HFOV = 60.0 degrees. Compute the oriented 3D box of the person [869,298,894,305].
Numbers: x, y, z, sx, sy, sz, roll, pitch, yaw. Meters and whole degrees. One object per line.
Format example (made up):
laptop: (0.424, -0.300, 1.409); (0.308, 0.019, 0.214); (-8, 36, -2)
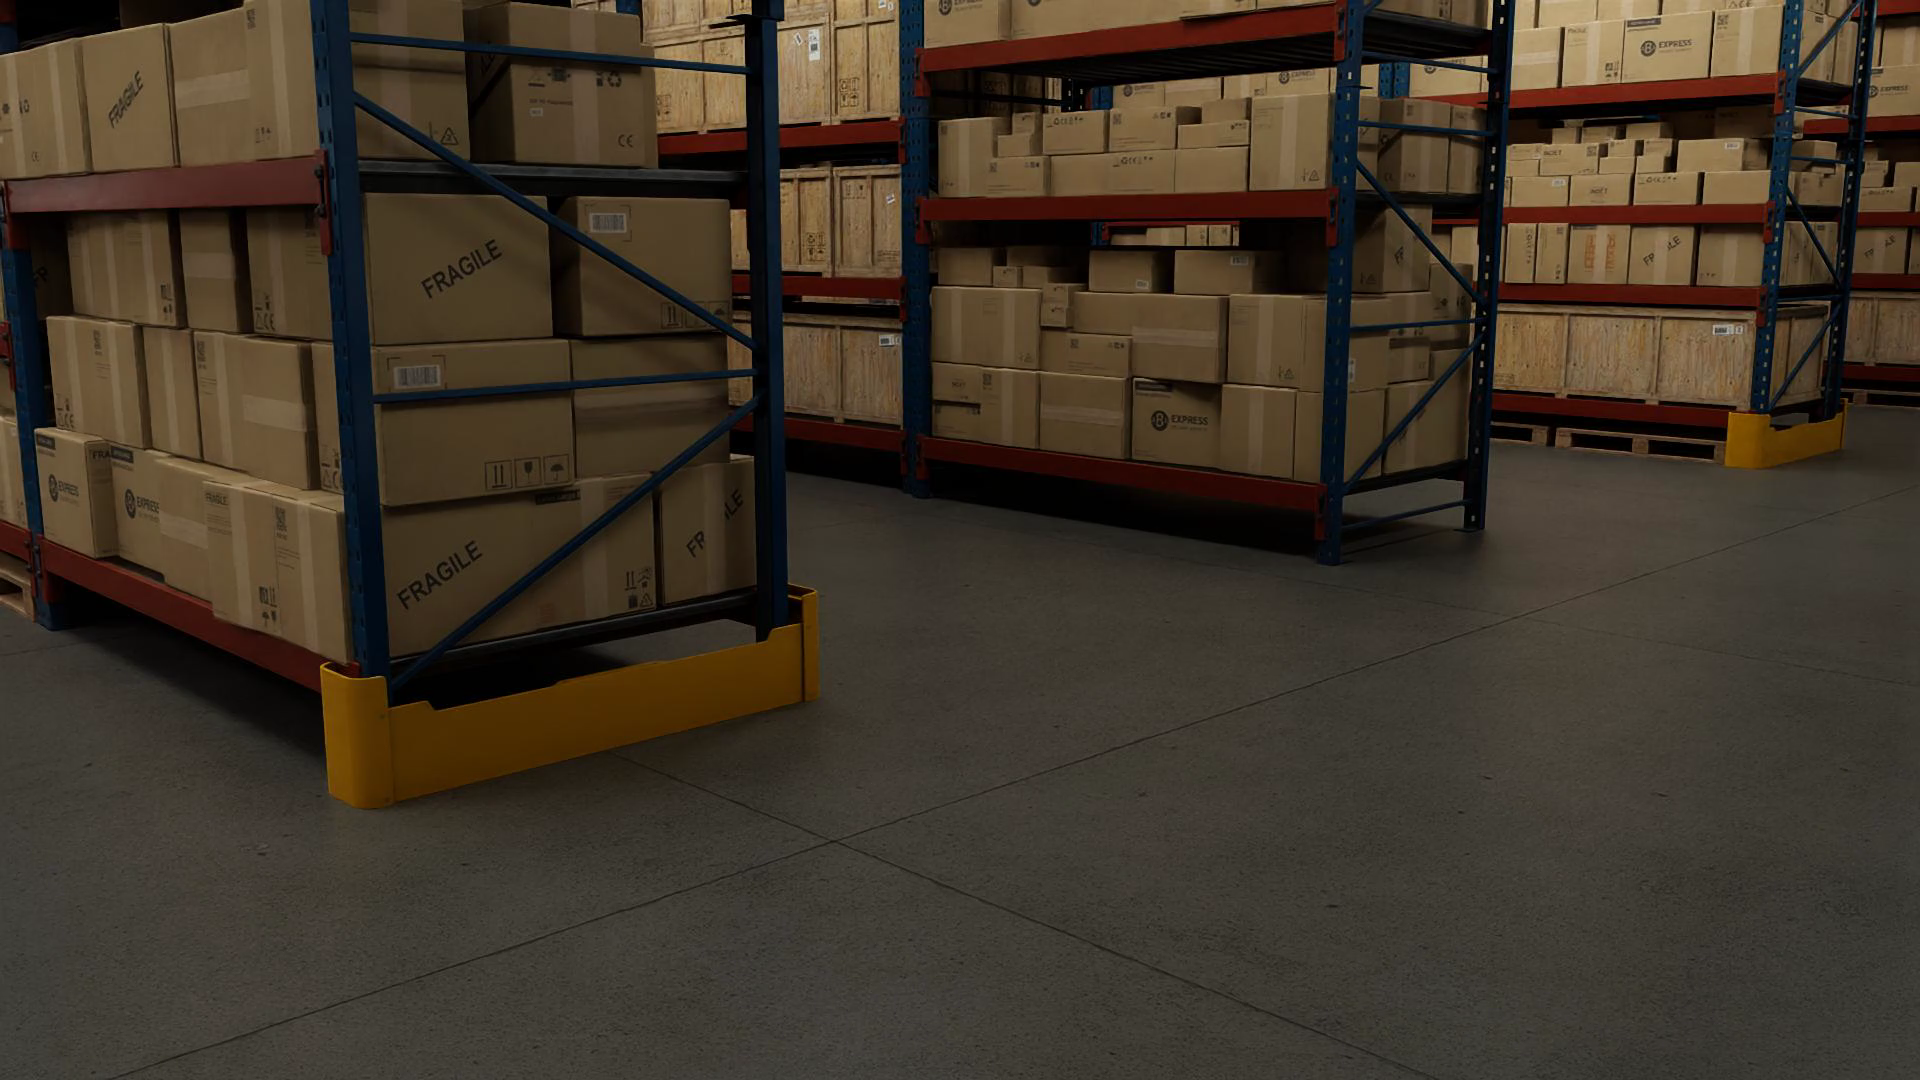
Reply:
person: (-1.046, -2.795, 21.666); (0.358, 1.938, 0.545); (3, 11, 18)
